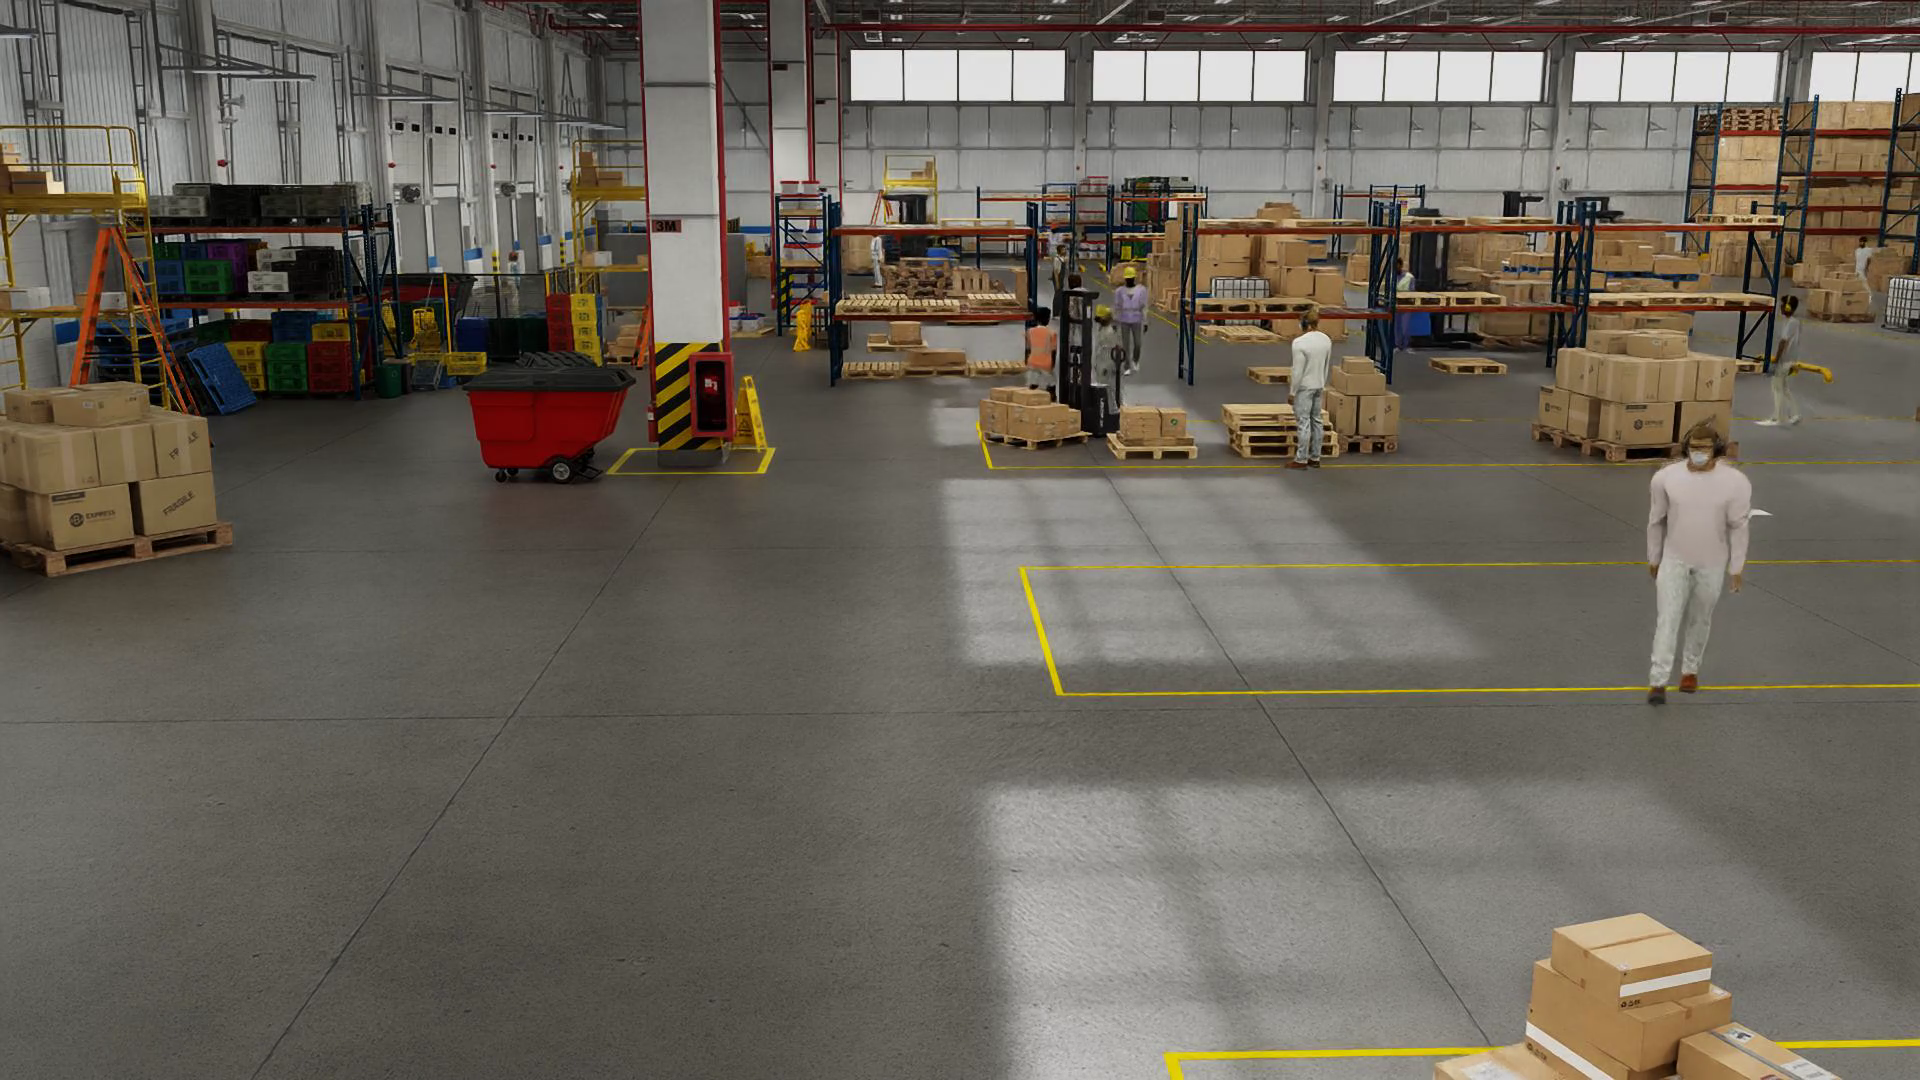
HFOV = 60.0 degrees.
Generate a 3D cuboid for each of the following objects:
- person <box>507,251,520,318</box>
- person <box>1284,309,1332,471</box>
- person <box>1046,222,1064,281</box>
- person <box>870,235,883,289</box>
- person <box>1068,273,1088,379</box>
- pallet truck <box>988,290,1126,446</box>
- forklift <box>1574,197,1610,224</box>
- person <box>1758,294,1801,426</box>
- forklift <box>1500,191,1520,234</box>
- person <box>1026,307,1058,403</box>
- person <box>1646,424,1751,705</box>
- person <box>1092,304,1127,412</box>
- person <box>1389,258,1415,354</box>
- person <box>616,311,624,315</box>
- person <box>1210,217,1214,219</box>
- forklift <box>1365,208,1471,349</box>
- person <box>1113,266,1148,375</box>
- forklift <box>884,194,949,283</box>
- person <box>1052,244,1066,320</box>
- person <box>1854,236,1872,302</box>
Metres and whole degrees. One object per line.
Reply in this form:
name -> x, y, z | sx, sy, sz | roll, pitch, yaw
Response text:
person -> -10.928, -6.243, 40.753 | 0.314, 1.634, 0.516 | -8, 15, -31
person -> 4.182, -1.805, 20.016 | 0.630, 1.940, 0.372 | -10, 16, -38
person -> 3.050, -9.479, 54.727 | 0.583, 1.901, 0.872 | 10, 16, 37
person -> -2.564, -8.670, 51.157 | 0.342, 1.881, 0.582 | -5, 14, -22
person -> 1.977, -3.659, 28.611 | 0.429, 1.839, 0.634 | 10, 16, 39
pallet truck -> 1.257, -2.299, 22.111 | 1.885, 1.965, 0.823 | -9, 15, -35
forklift -> 18.727, -8.824, 49.561 | 1.129, 2.768, 1.873 | -1, 13, -3
person -> 11.587, -2.517, 23.422 | 0.380, 1.876, 0.548 | 11, 17, 41
forklift -> 20.772, -11.780, 62.906 | 1.873, 2.768, 1.129 | 0, 12, -2
person -> 1.200, -2.489, 23.727 | 0.542, 1.650, 0.853 | 7, 14, 28
person -> 4.916, 0.181, 11.153 | 0.639, 1.890, 1.003 | 6, 14, 24
person -> 2.115, -2.508, 23.707 | 0.545, 1.723, 0.492 | -4, 13, -16
person -> 8.704, -4.609, 32.768 | 0.443, 1.896, 0.635 | -10, 16, -39
person -> -8.344, -6.593, 41.746 | 0.686, 1.875, 0.959 | 8, 15, 31
person -> 9.378, -11.128, 62.230 | 0.653, 1.882, 1.007 | -2, 13, -8
forklift -> 9.298, -5.294, 33.622 | 1.873, 2.768, 1.129 | 0, 12, -2
person -> 3.008, -3.867, 29.372 | 0.623, 1.913, 0.405 | 1, 13, 7
forklift -> -1.391, -9.790, 53.922 | 1.873, 2.768, 1.129 | -7, 14, -28
person -> 2.409, -6.249, 40.325 | 0.341, 1.839, 0.501 | 4, 13, 17
person -> 24.590, -7.344, 45.283 | 0.851, 1.842, 0.494 | -7, 15, -30
